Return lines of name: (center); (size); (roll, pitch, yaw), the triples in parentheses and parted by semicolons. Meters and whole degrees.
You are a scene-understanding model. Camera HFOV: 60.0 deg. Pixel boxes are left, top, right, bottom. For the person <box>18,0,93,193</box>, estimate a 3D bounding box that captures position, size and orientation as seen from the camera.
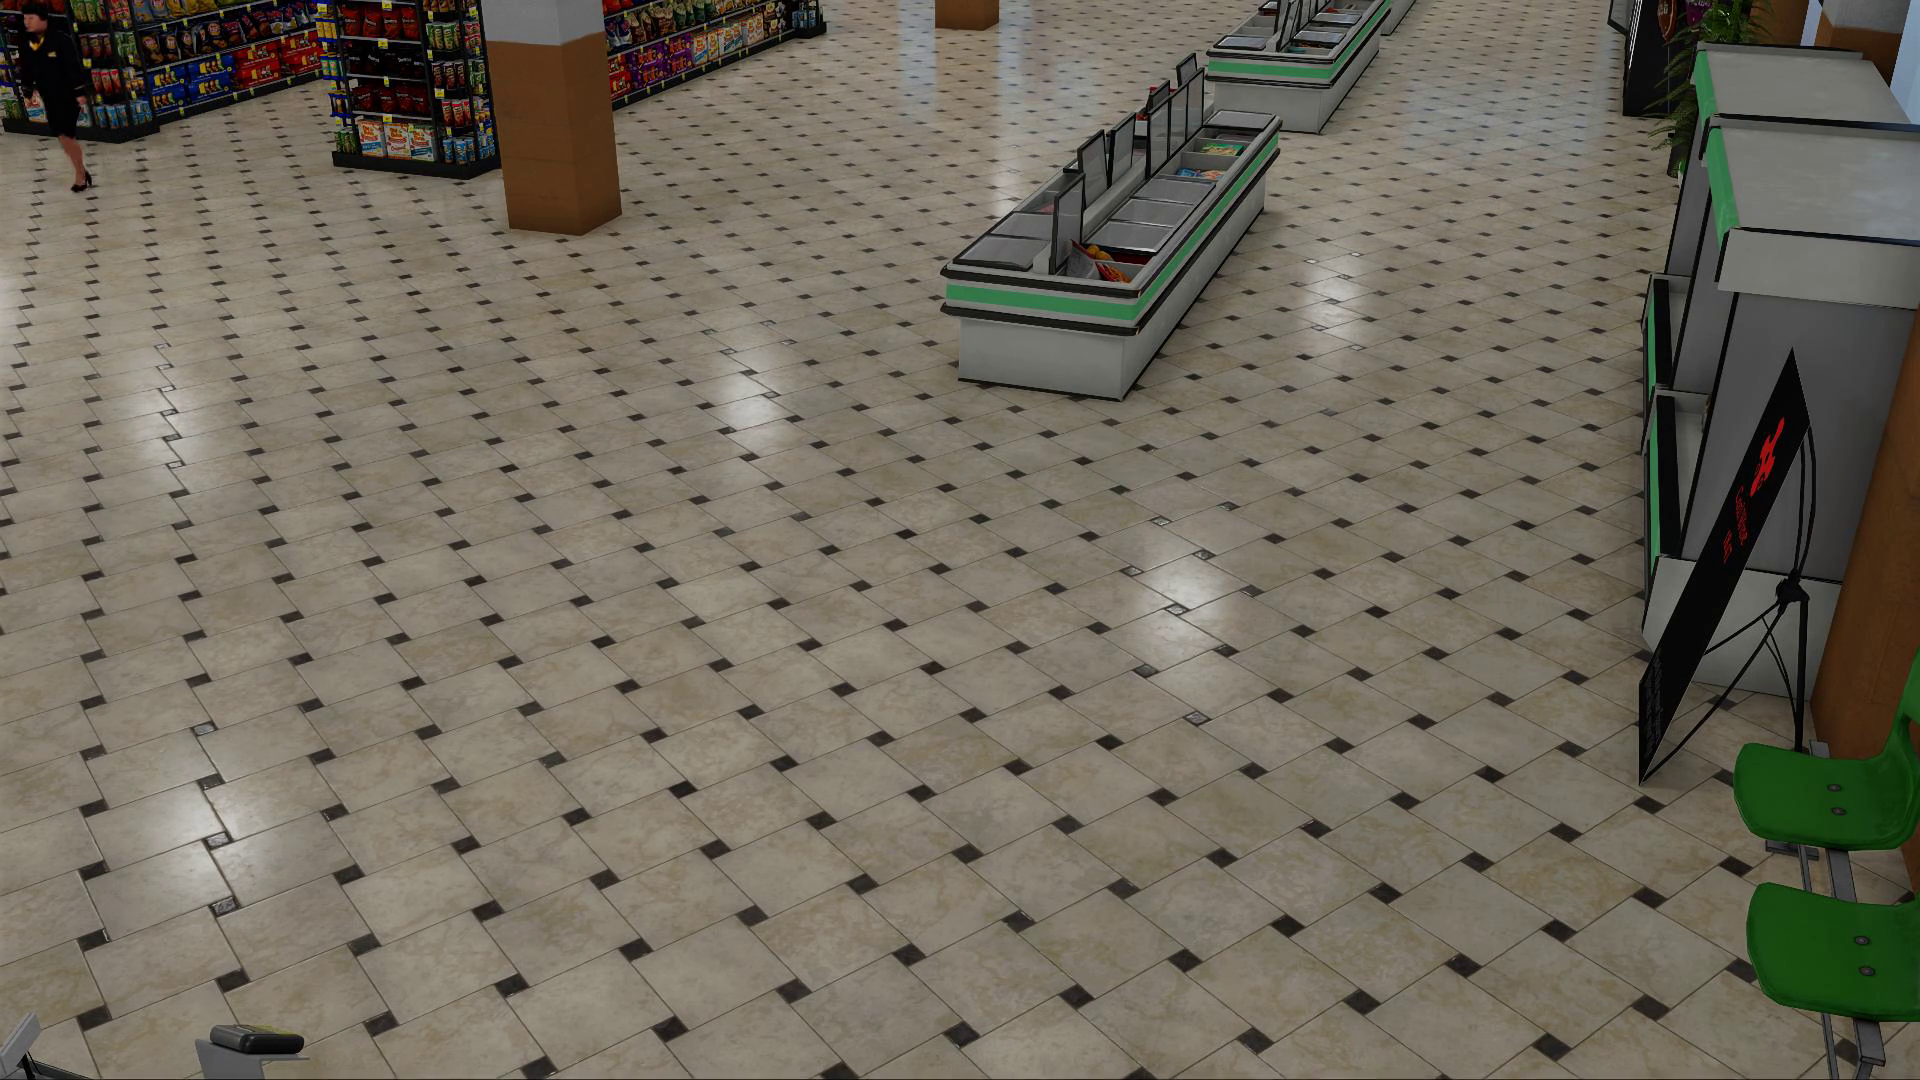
person: (-8.002, -3.963, 14.884); (0.740, 1.661, 0.701); (6, 28, 12)
